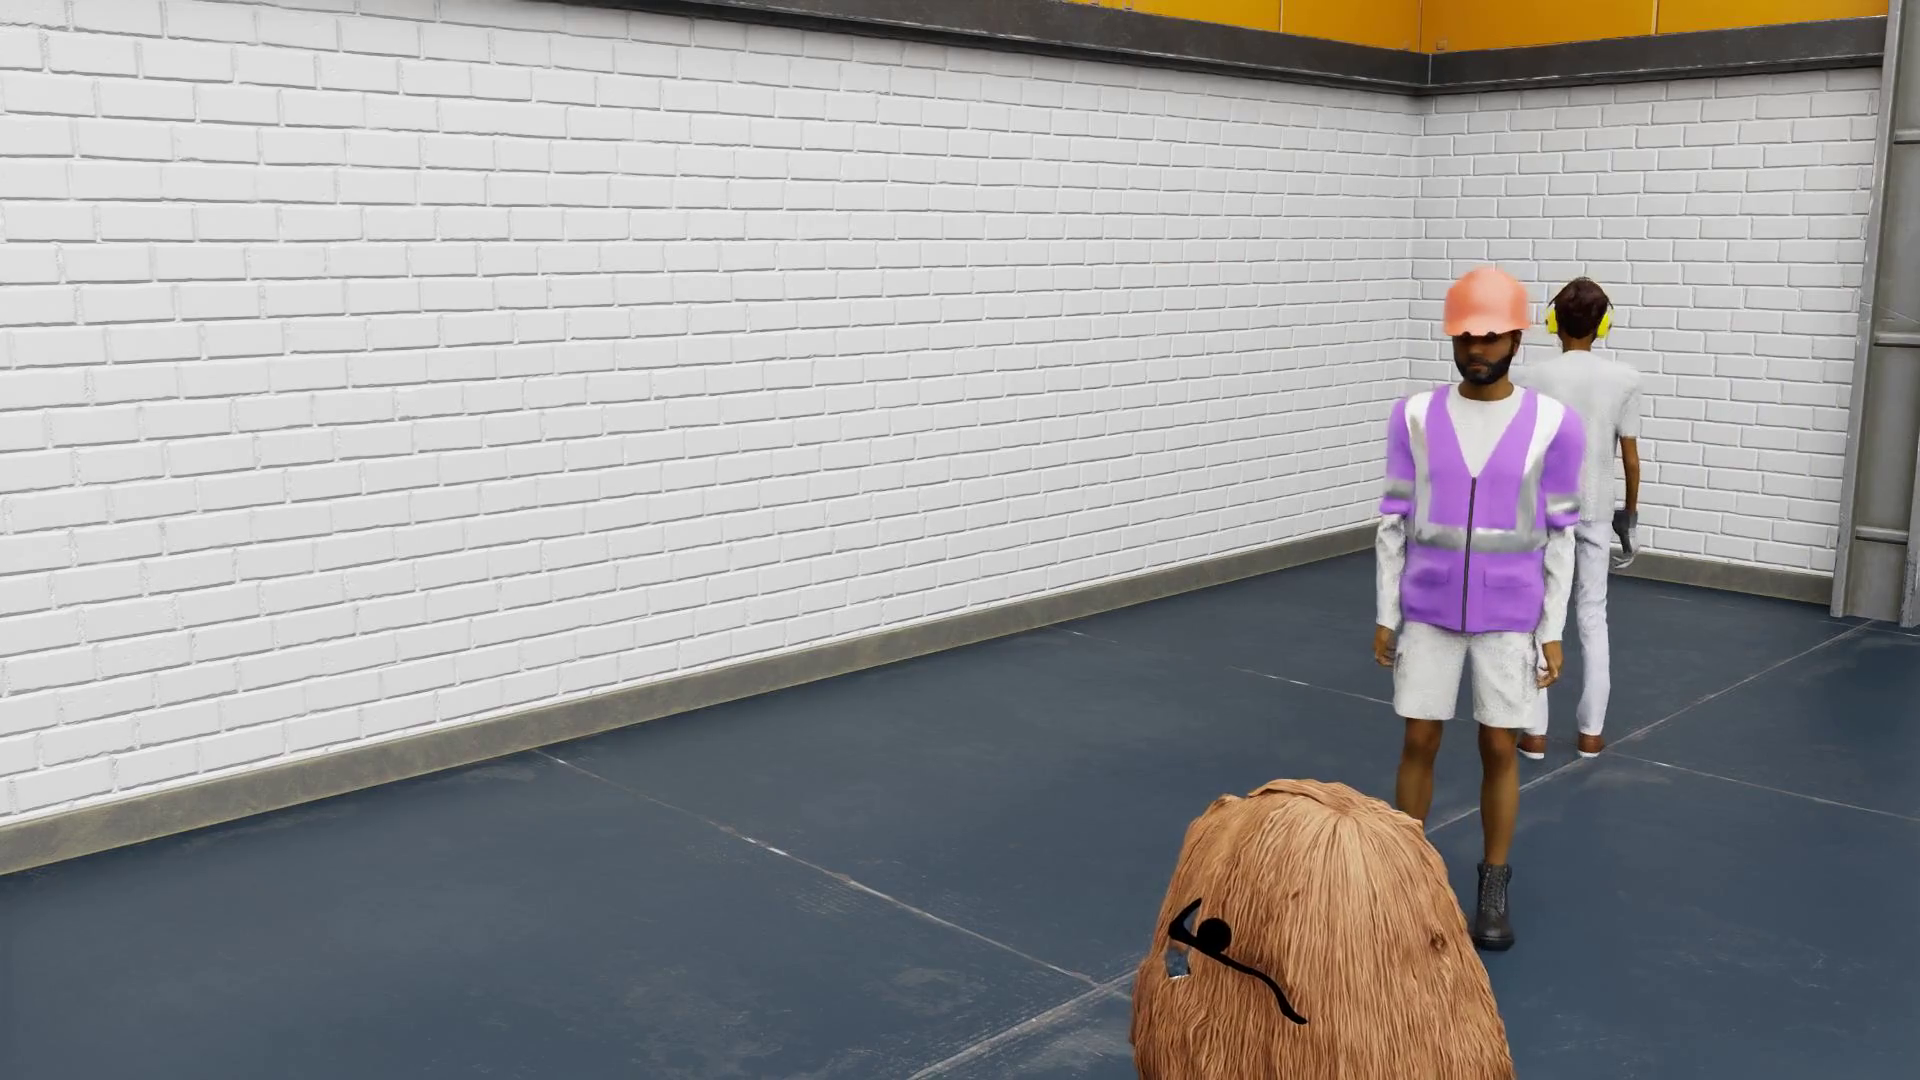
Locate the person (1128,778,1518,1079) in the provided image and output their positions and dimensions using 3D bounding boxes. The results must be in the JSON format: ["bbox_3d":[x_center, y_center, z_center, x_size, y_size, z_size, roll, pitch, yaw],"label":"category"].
[{"bbox_3d":[0.264,0.980,1.309,0.278,1.634,0.498,10,14,44],"label":"person"}]

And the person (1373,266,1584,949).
[{"bbox_3d":[1.443,0.203,4.720,0.550,1.935,0.371,4,11,23],"label":"person"}]

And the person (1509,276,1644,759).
[{"bbox_3d":[2.362,-0.078,6.446,0.527,1.870,0.329,2,11,12],"label":"person"}]
